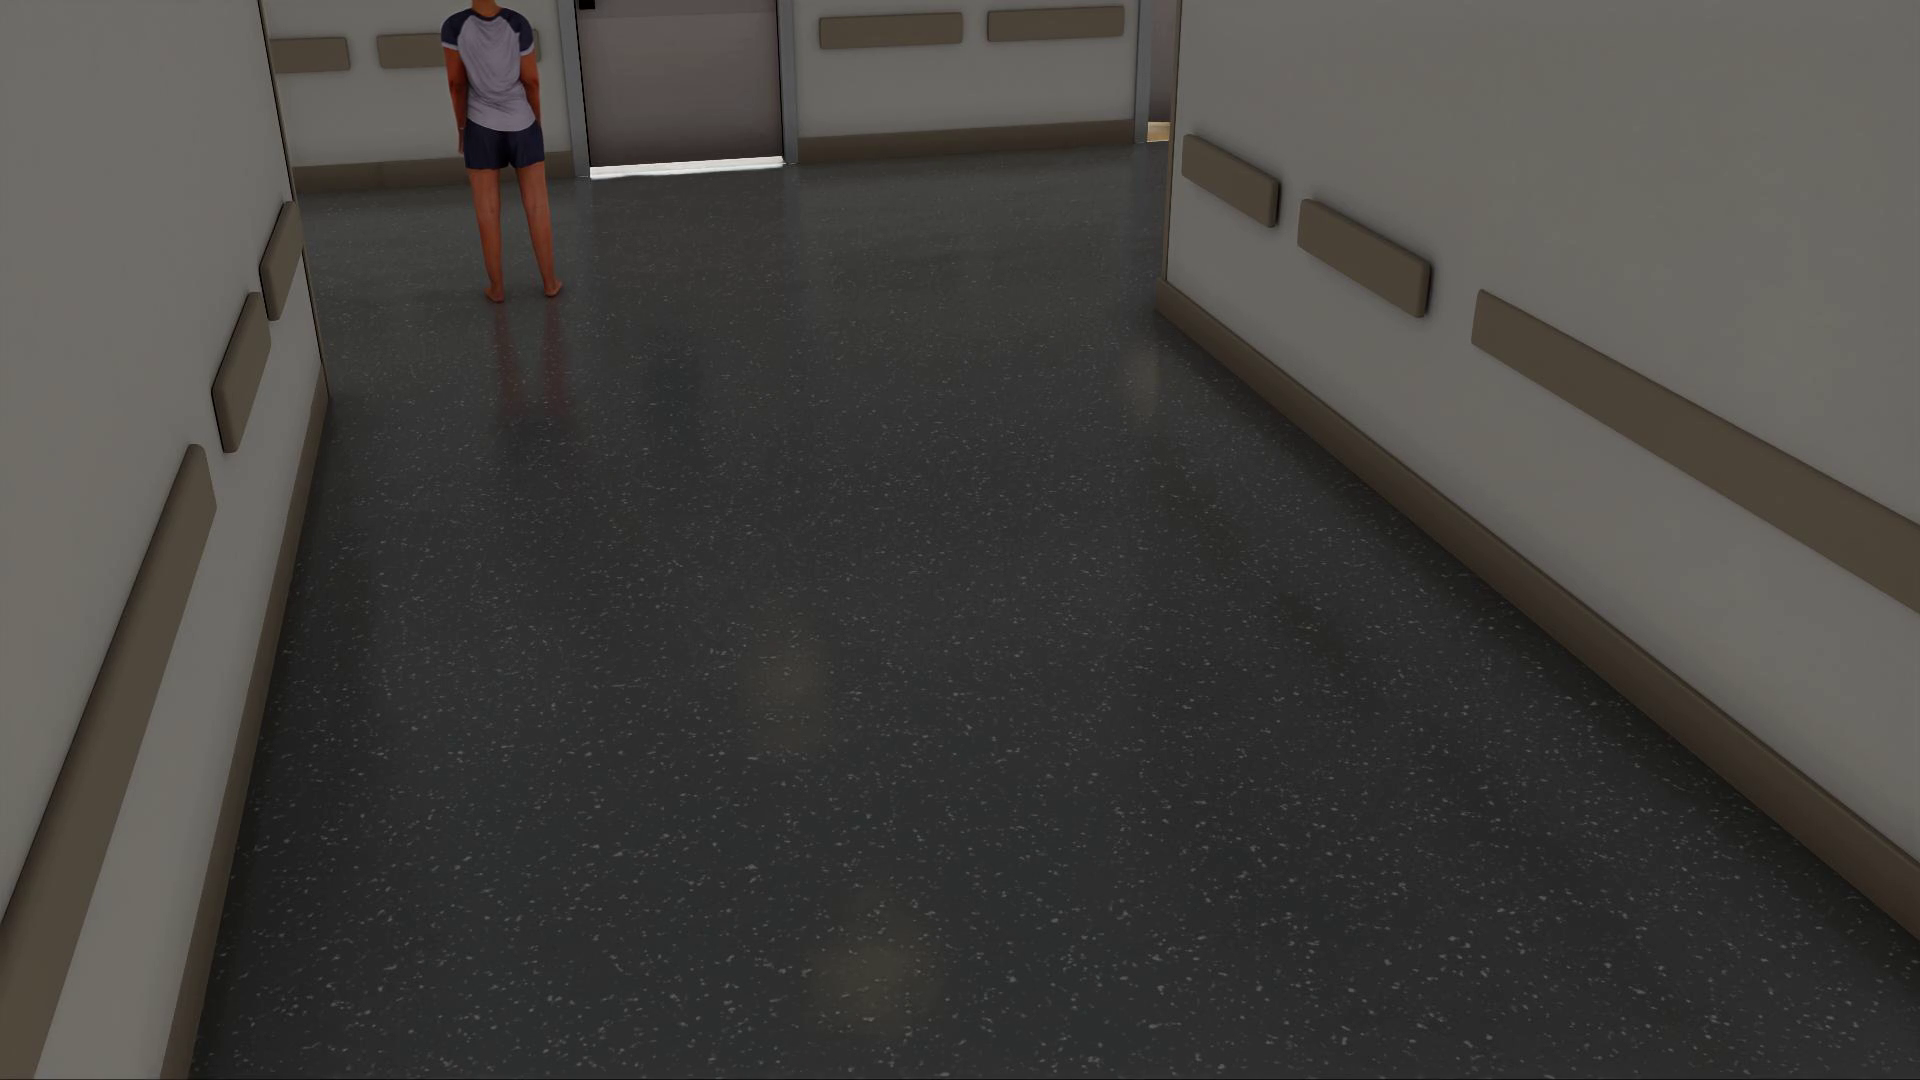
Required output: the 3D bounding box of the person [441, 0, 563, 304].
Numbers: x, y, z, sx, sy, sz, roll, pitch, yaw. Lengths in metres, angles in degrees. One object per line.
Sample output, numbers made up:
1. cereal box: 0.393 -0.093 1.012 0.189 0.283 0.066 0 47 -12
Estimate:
1. person: -2.167 -1.937 7.862 0.479 1.625 0.645 -8 27 -16
